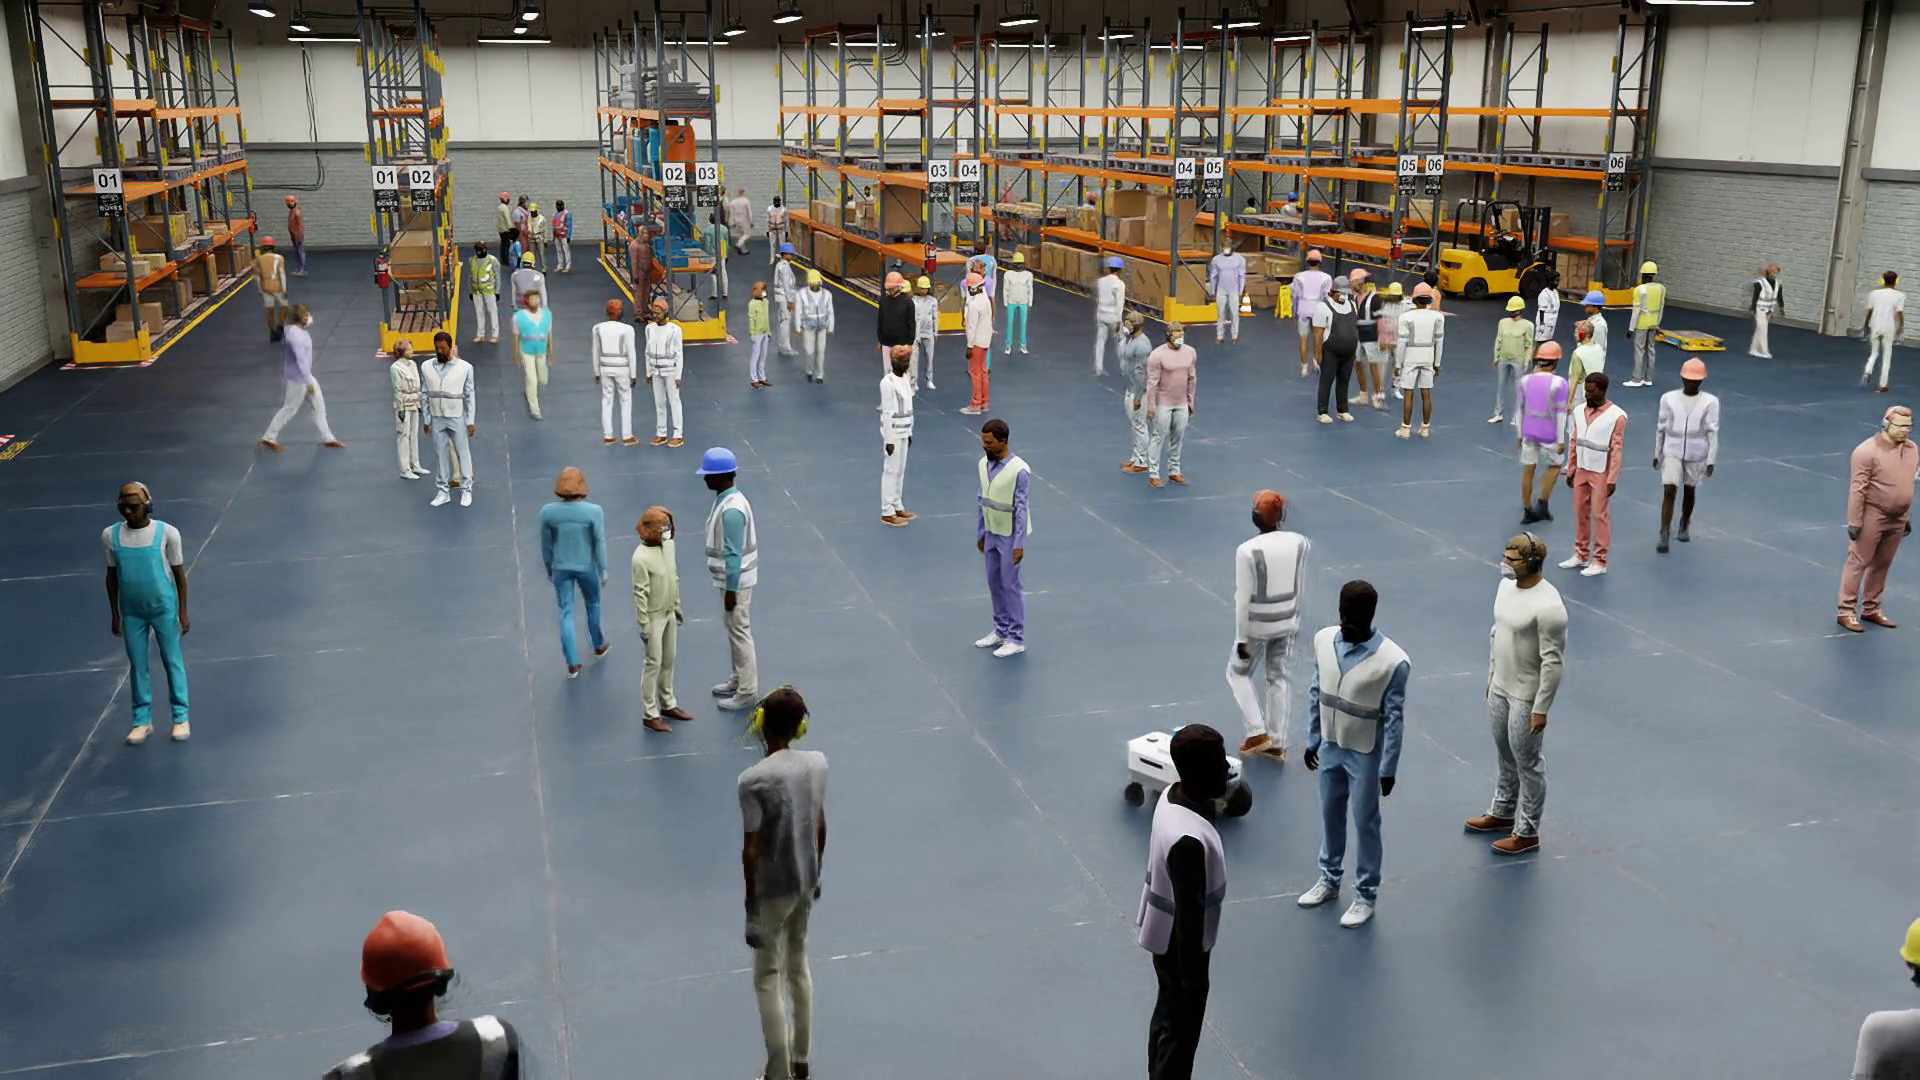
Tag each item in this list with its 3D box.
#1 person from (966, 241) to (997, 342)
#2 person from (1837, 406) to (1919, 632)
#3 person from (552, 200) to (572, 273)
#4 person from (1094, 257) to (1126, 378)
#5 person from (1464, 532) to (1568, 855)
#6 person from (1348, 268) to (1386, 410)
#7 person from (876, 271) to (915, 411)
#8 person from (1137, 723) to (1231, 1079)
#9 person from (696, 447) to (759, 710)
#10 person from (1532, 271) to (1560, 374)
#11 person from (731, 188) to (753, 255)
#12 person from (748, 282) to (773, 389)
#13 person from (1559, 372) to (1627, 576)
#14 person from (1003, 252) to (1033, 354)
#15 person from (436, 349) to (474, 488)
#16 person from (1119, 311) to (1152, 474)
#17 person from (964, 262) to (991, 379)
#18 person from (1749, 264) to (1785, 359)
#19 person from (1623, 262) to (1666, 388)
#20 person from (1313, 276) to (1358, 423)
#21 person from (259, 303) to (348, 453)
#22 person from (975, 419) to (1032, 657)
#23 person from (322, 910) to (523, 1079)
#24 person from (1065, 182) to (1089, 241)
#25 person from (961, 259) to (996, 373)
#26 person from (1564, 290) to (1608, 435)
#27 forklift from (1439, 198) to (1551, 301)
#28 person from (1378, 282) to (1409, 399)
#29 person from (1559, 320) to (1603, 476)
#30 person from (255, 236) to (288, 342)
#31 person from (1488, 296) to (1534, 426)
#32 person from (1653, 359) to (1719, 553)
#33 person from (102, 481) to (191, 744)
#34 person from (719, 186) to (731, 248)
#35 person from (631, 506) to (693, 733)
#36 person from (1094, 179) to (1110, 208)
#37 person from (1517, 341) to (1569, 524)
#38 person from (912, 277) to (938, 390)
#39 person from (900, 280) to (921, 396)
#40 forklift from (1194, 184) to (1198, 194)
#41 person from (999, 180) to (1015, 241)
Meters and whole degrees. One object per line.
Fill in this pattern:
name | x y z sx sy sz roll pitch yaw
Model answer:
person | 0.366 -4.514 30.303 0.620 1.845 0.429 -7 16 -24
person | 7.697 -0.178 13.870 0.648 1.904 0.401 -5 16 -19
person | -10.193 -7.758 42.514 0.633 1.842 0.429 10 18 33
person | 2.467 -3.557 26.583 0.845 1.910 0.606 -14 20 -42
person | 3.289 0.893 9.771 0.356 1.938 0.633 -3 15 -10
person | 5.850 -2.866 23.841 0.408 1.998 0.785 -6 16 -23
person | -0.920 -2.806 23.583 0.608 1.995 0.378 8 17 29
person | 0.927 1.680 6.892 0.387 1.896 0.591 1 15 2
person | -1.684 0.272 12.123 0.421 1.938 0.605 -4 15 -14
person | 9.405 -3.466 26.652 0.318 1.692 0.537 13 19 40
person | -6.200 -9.009 47.120 0.678 1.890 0.580 9 17 31
person | -3.076 -3.164 25.623 0.264 1.632 0.507 7 17 26
person | 5.935 -0.632 15.578 0.402 1.908 0.599 -7 16 -25
person | 1.009 -4.120 28.967 0.523 1.769 0.323 -1 15 -4
person | -5.802 -1.410 19.042 0.282 1.629 0.506 1 15 3
person | 2.095 -1.748 19.740 0.367 1.932 0.623 -1 15 -5
person | 0.263 -3.491 26.446 0.390 1.847 0.563 -3 15 -11
person | 13.830 -3.895 28.395 0.548 1.607 0.735 -6 16 -22
person | 10.542 -3.314 25.622 0.586 1.928 0.369 -6 16 -21
person | 5.185 -2.621 22.799 0.685 2.000 0.535 -7 17 -25
person | -8.345 -2.028 20.866 1.013 1.890 0.648 -3 15 -11
person | 0.340 -0.034 13.331 0.413 1.906 0.599 -10 18 -34
person | -1.679 2.073 5.212 0.641 1.995 1.001 -10 18 -32
person | 3.805 -10.135 51.396 1.041 1.876 0.542 5 16 17
person | 0.292 -3.604 26.864 0.567 1.850 0.389 -1 15 -4
person | 8.199 -2.272 21.660 0.380 1.951 0.604 2 15 7
forklift | 11.913 -6.508 37.130 2.313 2.155 1.214 -4 15 -15
person | 6.408 -2.951 24.633 0.491 1.735 0.326 -2 15 -8
person | 7.347 -1.667 19.614 0.563 1.834 0.403 -13 20 -40
person | -12.594 -4.599 30.478 0.587 1.912 0.505 1 15 2
person | 7.516 -2.439 22.661 0.524 1.760 0.328 13 20 41
person | 7.169 -0.853 16.447 0.562 1.894 0.902 7 16 24
person | -5.579 0.495 11.447 0.507 1.847 0.351 -3 15 -9
person | -7.023 -9.594 49.437 0.347 1.840 0.504 -9 17 -30
person | -2.114 0.546 11.685 0.284 1.624 0.508 5 16 19
person | 4.650 -10.779 53.791 0.618 1.898 0.903 5 16 17
person | 6.097 -1.118 17.363 0.496 1.924 0.569 -13 20 -41
person | -0.563 -3.152 25.392 0.481 1.734 0.329 -4 15 -14
person | -0.830 -3.017 24.946 0.505 1.754 0.459 1 15 4
forklift | 7.392 -11.333 53.972 1.873 2.768 1.129 -4 15 -15
person | 1.487 -10.284 51.915 0.400 1.901 0.649 10 18 32
